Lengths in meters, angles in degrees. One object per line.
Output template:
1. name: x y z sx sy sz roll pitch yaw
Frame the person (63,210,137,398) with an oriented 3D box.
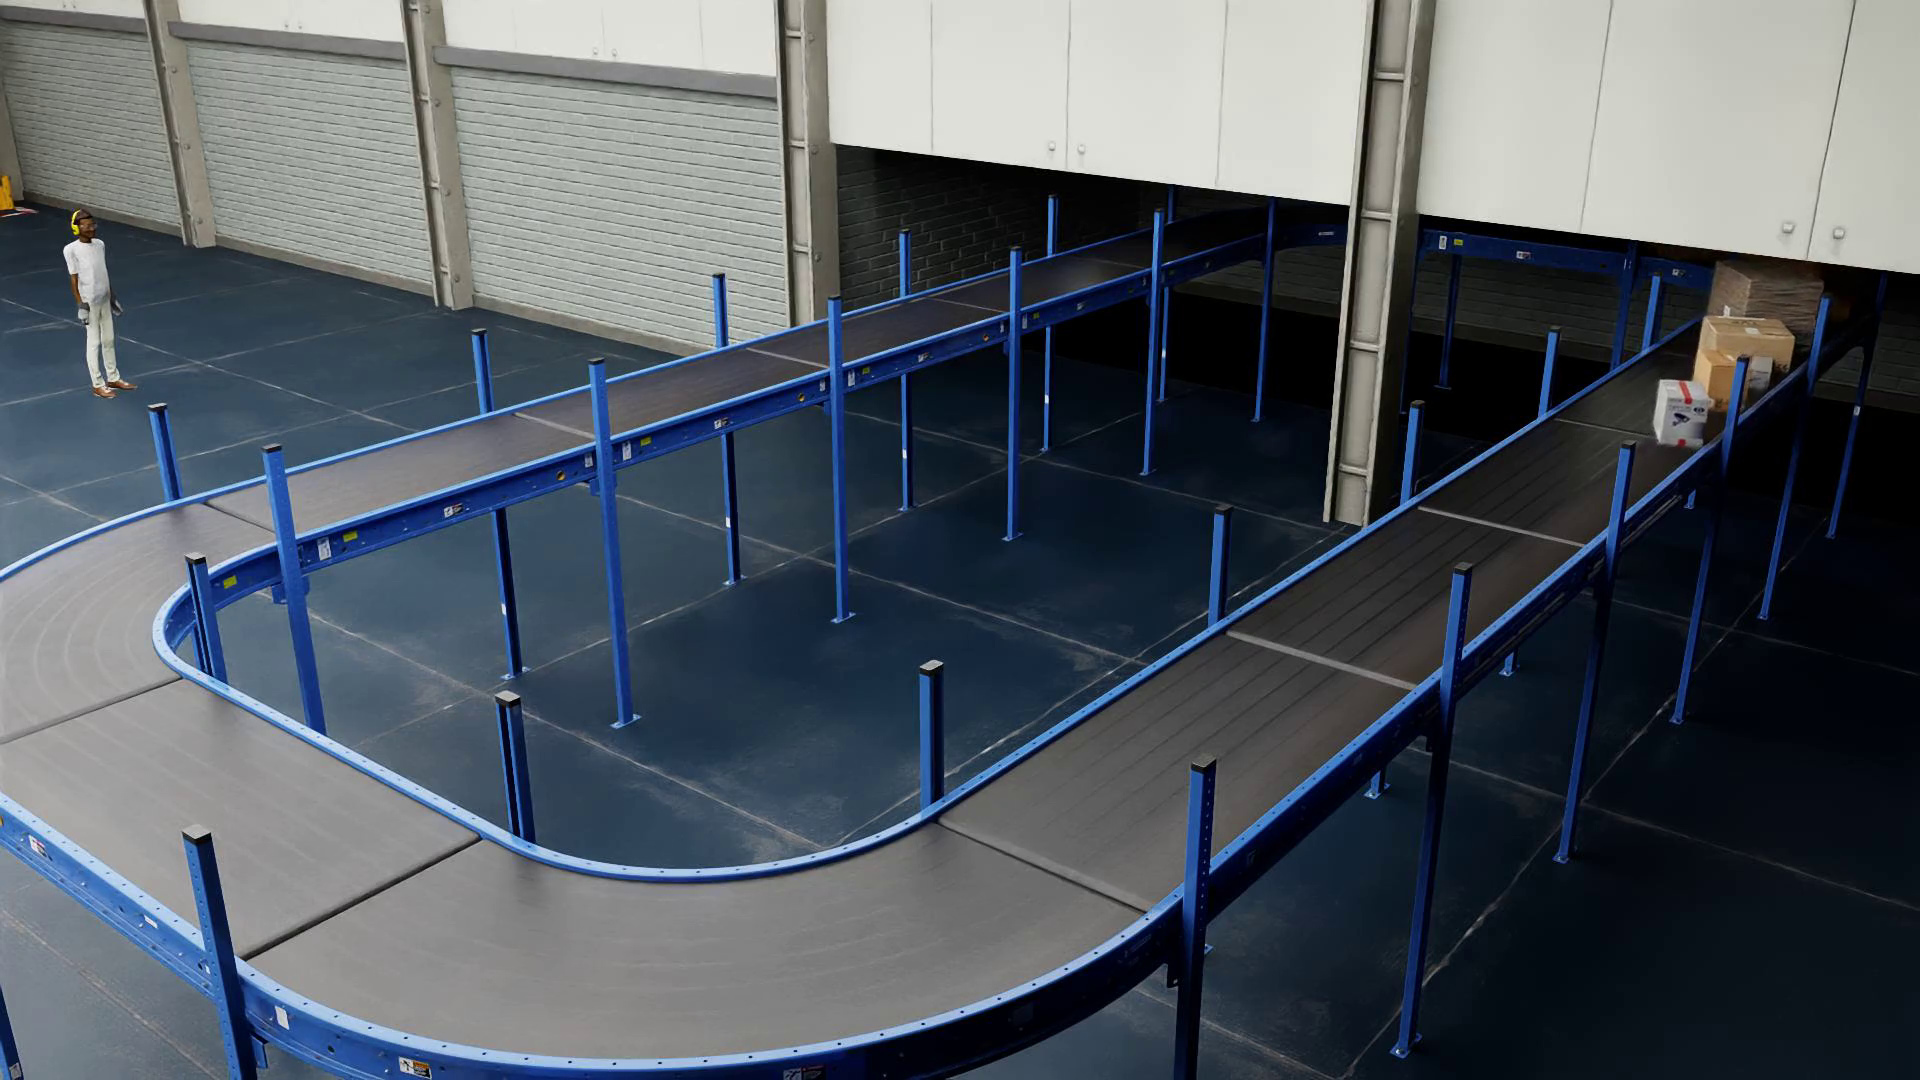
1. person: -8.637 -2.373 16.667 0.329 1.873 0.515 5 22 14
